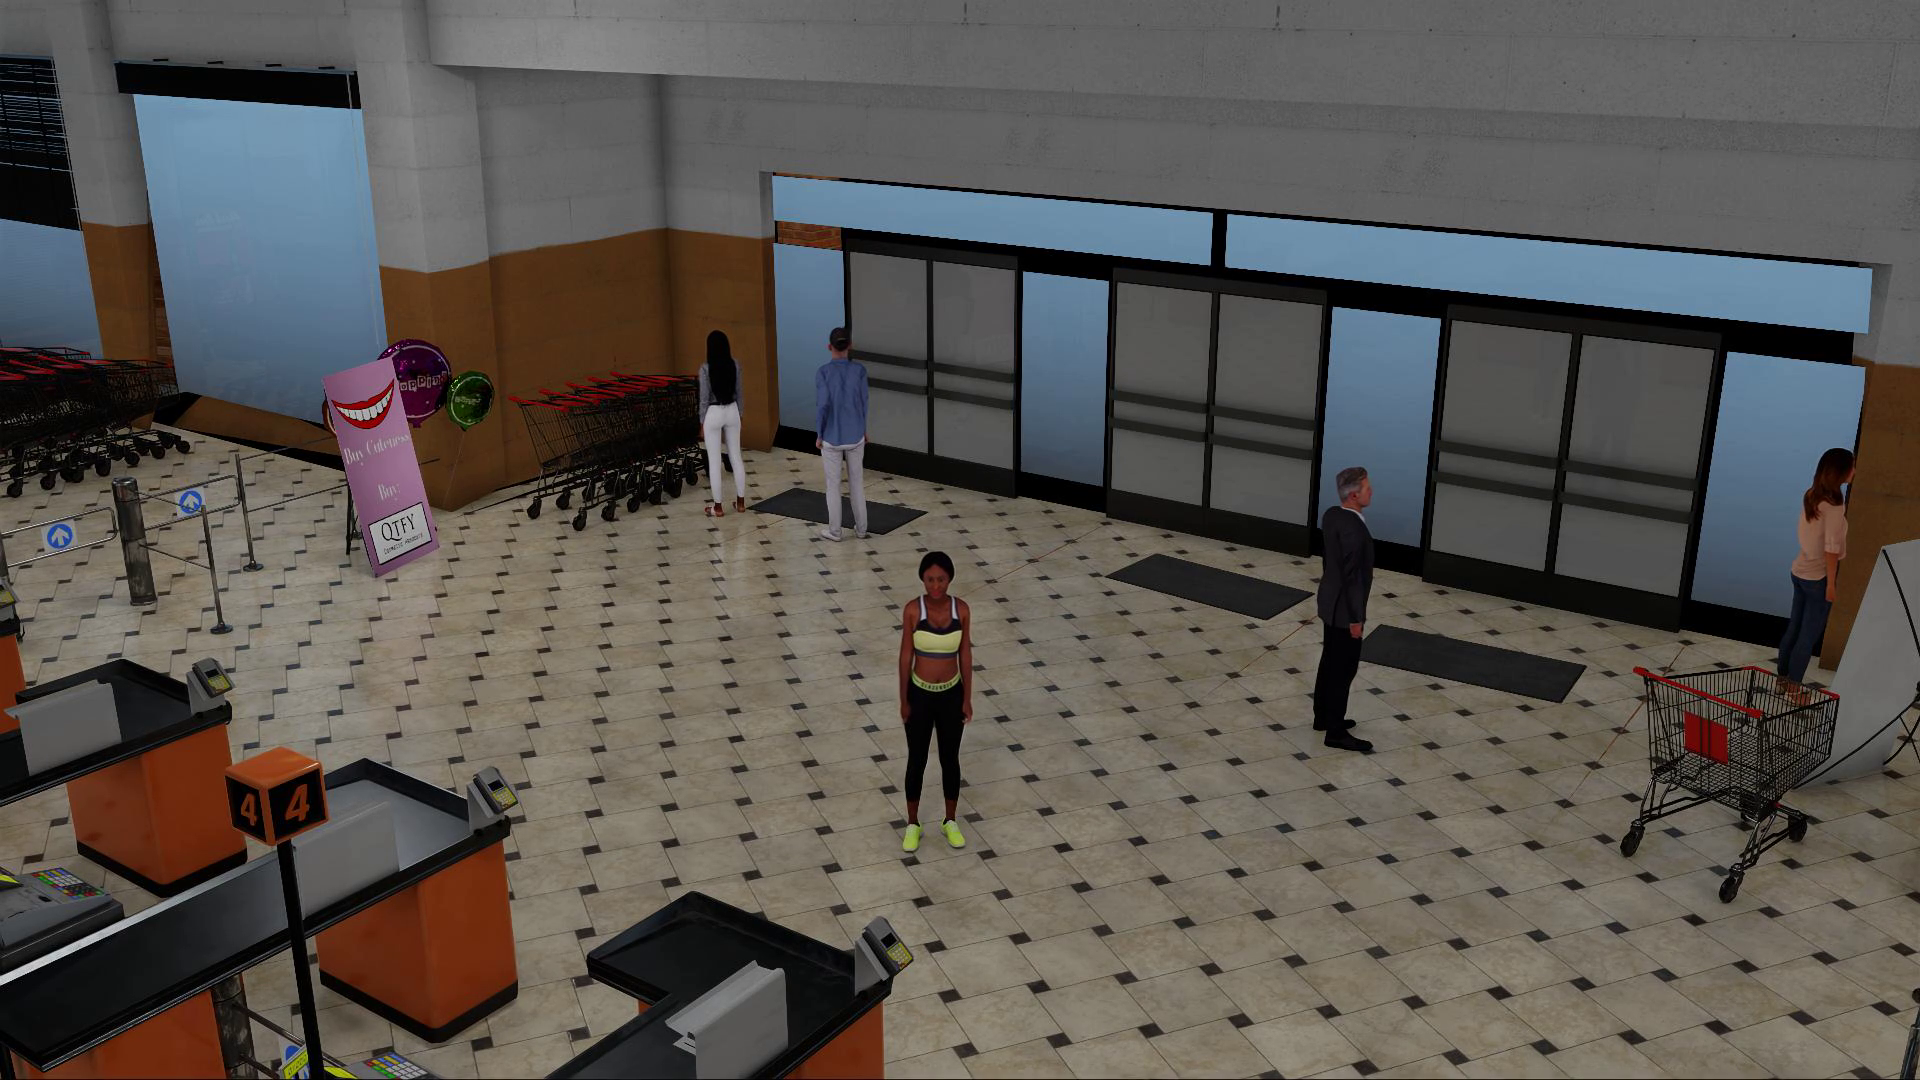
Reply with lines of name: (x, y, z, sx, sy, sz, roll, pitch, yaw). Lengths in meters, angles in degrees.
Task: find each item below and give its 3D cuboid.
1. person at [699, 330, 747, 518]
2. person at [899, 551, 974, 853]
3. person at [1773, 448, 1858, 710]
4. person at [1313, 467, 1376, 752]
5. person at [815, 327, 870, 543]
person: (-2.175, -1.075, 15.187, 0.590, 1.724, 0.726, -11, 22, -30)
person: (-0.142, 0.890, 9.311, 0.640, 1.754, 0.692, -2, 19, -7)
person: (5.736, 0.243, 11.171, 0.734, 1.792, 0.620, 2, 19, 5)
person: (2.454, 0.410, 10.596, 0.865, 1.842, 0.775, -1, 19, -3)
person: (-1.028, -0.918, 14.465, 0.676, 1.887, 0.797, -8, 20, -23)
